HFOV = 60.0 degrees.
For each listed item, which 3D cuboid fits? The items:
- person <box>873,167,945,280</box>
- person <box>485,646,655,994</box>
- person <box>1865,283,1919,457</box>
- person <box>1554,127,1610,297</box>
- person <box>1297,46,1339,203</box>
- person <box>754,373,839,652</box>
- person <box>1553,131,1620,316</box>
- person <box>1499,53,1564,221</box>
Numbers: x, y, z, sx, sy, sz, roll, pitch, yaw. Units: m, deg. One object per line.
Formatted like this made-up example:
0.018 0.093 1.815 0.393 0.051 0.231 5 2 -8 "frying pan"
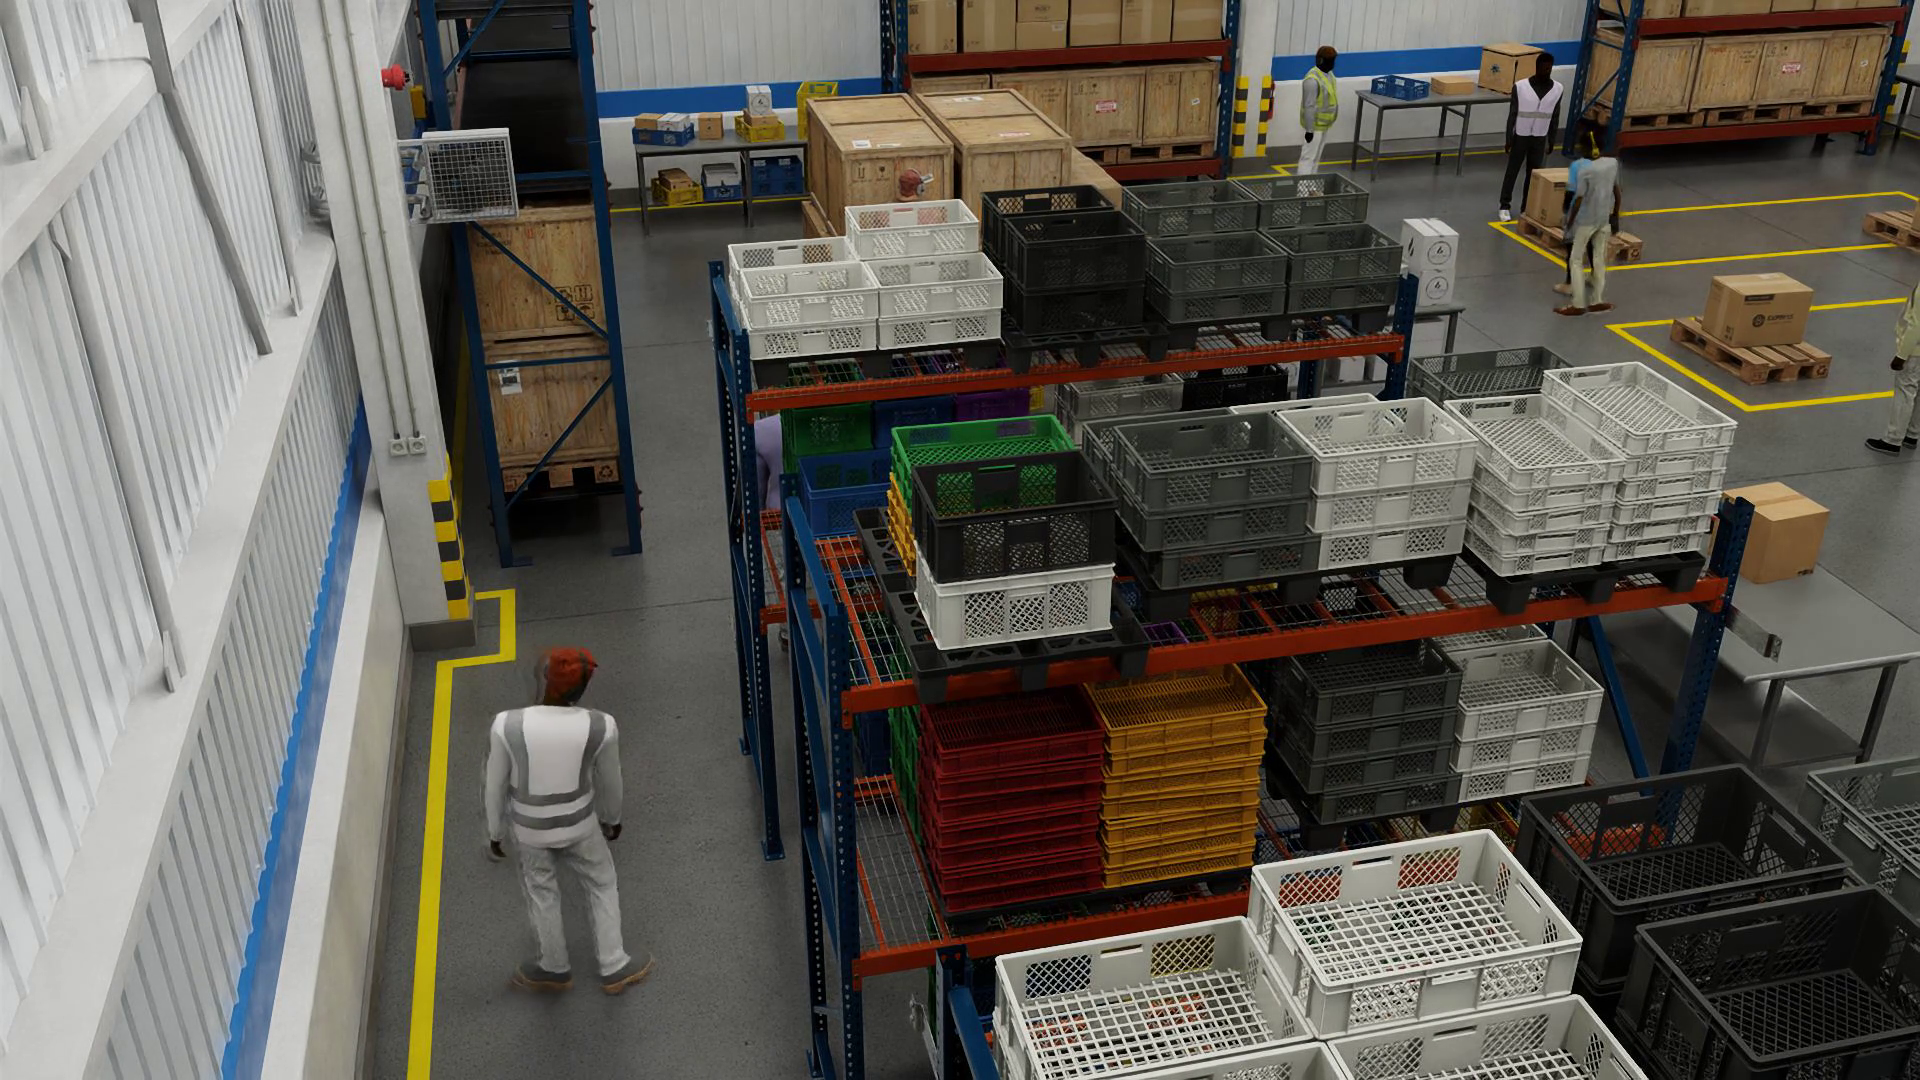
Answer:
-0.423 -2.347 14.731 0.651 1.904 0.403 11 30 19 "person"
-1.865 1.345 7.785 0.669 1.858 0.355 -9 29 -16 "person"
7.694 -1.569 13.330 0.600 1.829 0.404 -16 32 -27 "person"
6.318 -3.321 16.823 0.549 1.679 0.359 -11 30 -19 "person"
4.228 -4.898 19.639 0.429 1.840 0.633 15 31 26 "person"
-1.016 -0.175 10.579 0.628 1.935 0.373 0 28 0 "person"
6.213 -3.092 16.232 0.693 1.836 0.315 -12 30 -22 "person"
6.522 -4.607 19.018 0.591 1.915 0.400 0 28 -1 "person"
